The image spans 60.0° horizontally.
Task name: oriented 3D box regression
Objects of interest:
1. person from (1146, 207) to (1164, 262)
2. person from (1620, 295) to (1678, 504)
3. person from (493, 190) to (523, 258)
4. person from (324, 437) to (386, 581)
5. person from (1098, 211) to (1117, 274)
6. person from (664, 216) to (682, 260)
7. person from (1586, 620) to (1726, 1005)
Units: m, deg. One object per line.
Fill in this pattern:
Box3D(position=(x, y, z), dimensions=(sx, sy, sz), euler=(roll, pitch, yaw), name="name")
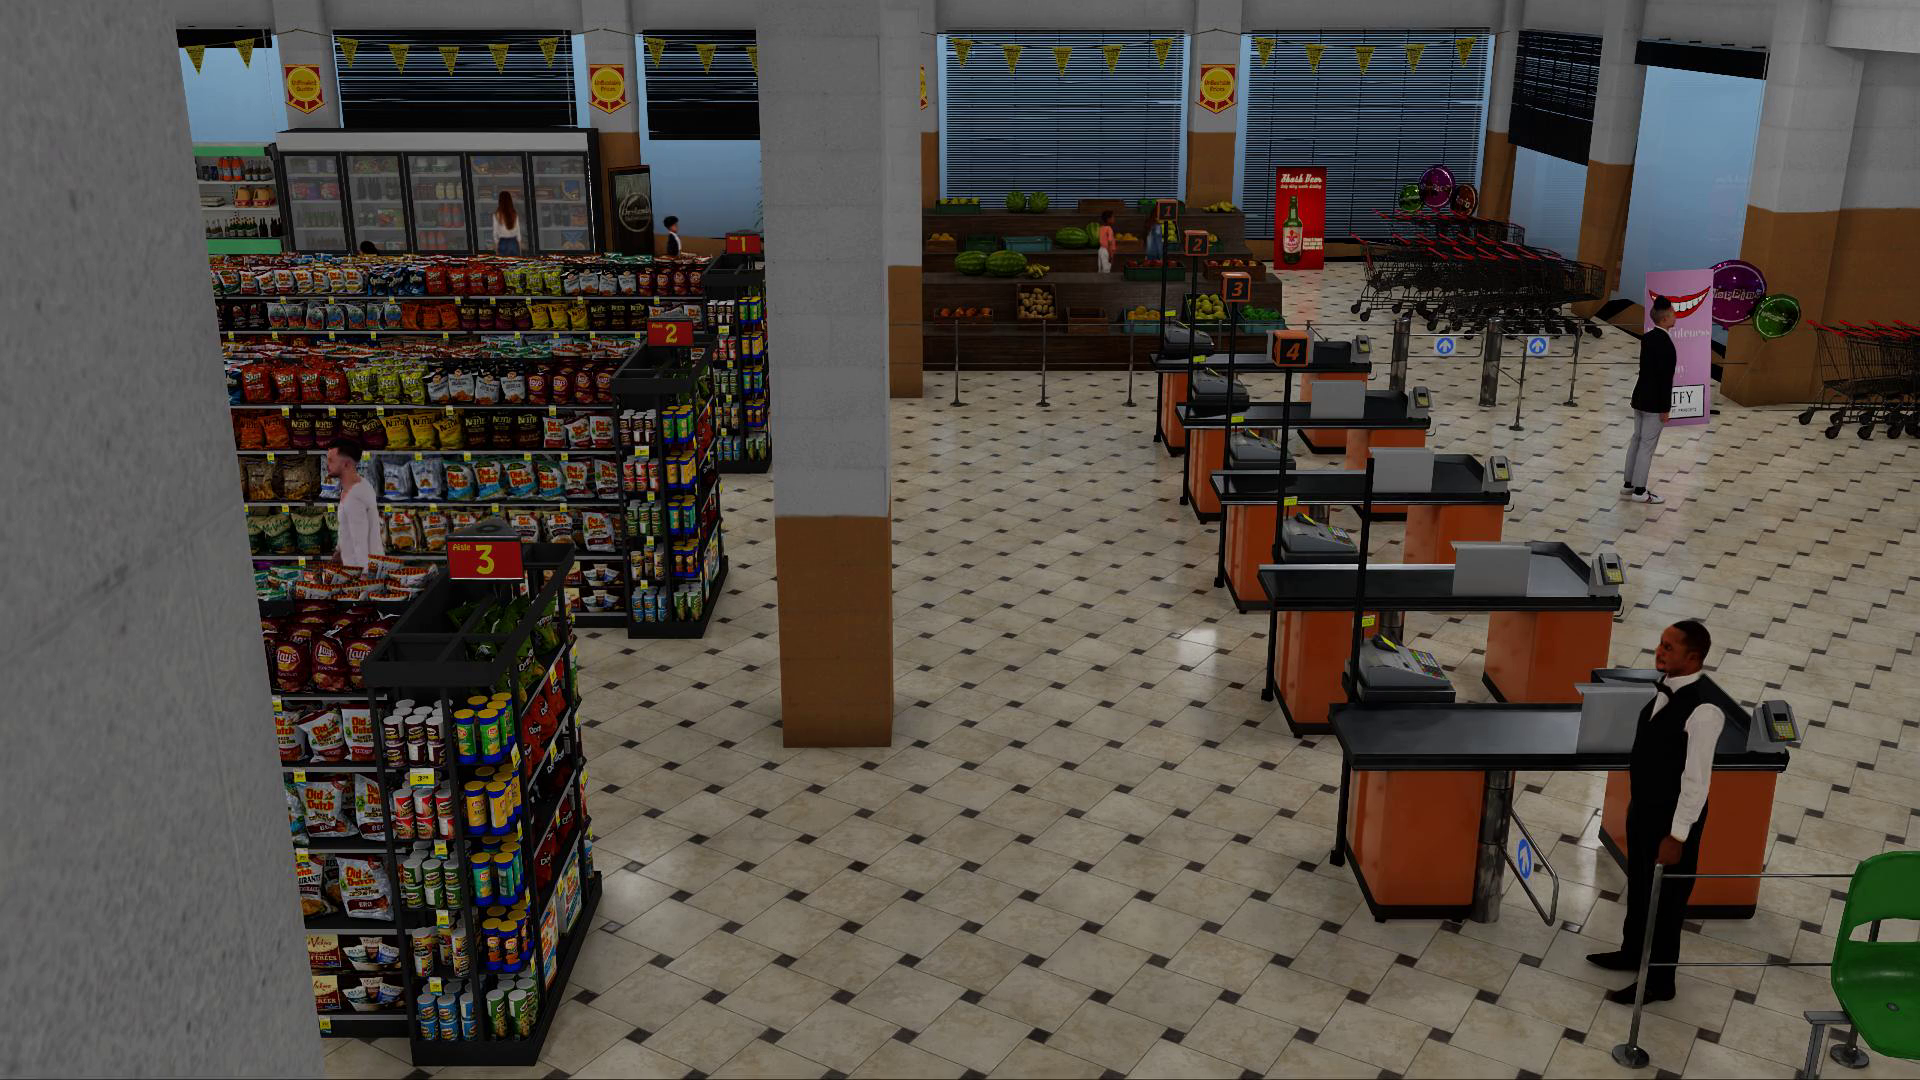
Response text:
Box3D(position=(2.838, -4.256, 25.002), dimensions=(0.996, 1.447, 0.559), euler=(0, 19, -1), name="person")
Box3D(position=(6.459, -1.330, 15.538), dimensions=(0.560, 1.950, 0.696), euler=(0, 19, 0), name="person")
Box3D(position=(-6.704, -4.321, 24.768), dimensions=(0.761, 1.720, 0.817), euler=(-13, 23, -34), name="person")
Box3D(position=(-3.970, 0.186, 11.284), dimensions=(1.196, 1.794, 0.884), euler=(-5, 19, -14), name="person")
Box3D(position=(2.258, -4.447, 25.783), dimensions=(0.569, 1.309, 0.549), euler=(-8, 20, -22), name="person")
Box3D(position=(-4.483, -4.412, 25.826), dimensions=(0.618, 1.217, 0.530), euler=(2, 19, 5), name="person")
Box3D(position=(3.344, 1.274, 7.864), dimensions=(0.560, 1.919, 0.679), euler=(0, 19, -1), name="person")
